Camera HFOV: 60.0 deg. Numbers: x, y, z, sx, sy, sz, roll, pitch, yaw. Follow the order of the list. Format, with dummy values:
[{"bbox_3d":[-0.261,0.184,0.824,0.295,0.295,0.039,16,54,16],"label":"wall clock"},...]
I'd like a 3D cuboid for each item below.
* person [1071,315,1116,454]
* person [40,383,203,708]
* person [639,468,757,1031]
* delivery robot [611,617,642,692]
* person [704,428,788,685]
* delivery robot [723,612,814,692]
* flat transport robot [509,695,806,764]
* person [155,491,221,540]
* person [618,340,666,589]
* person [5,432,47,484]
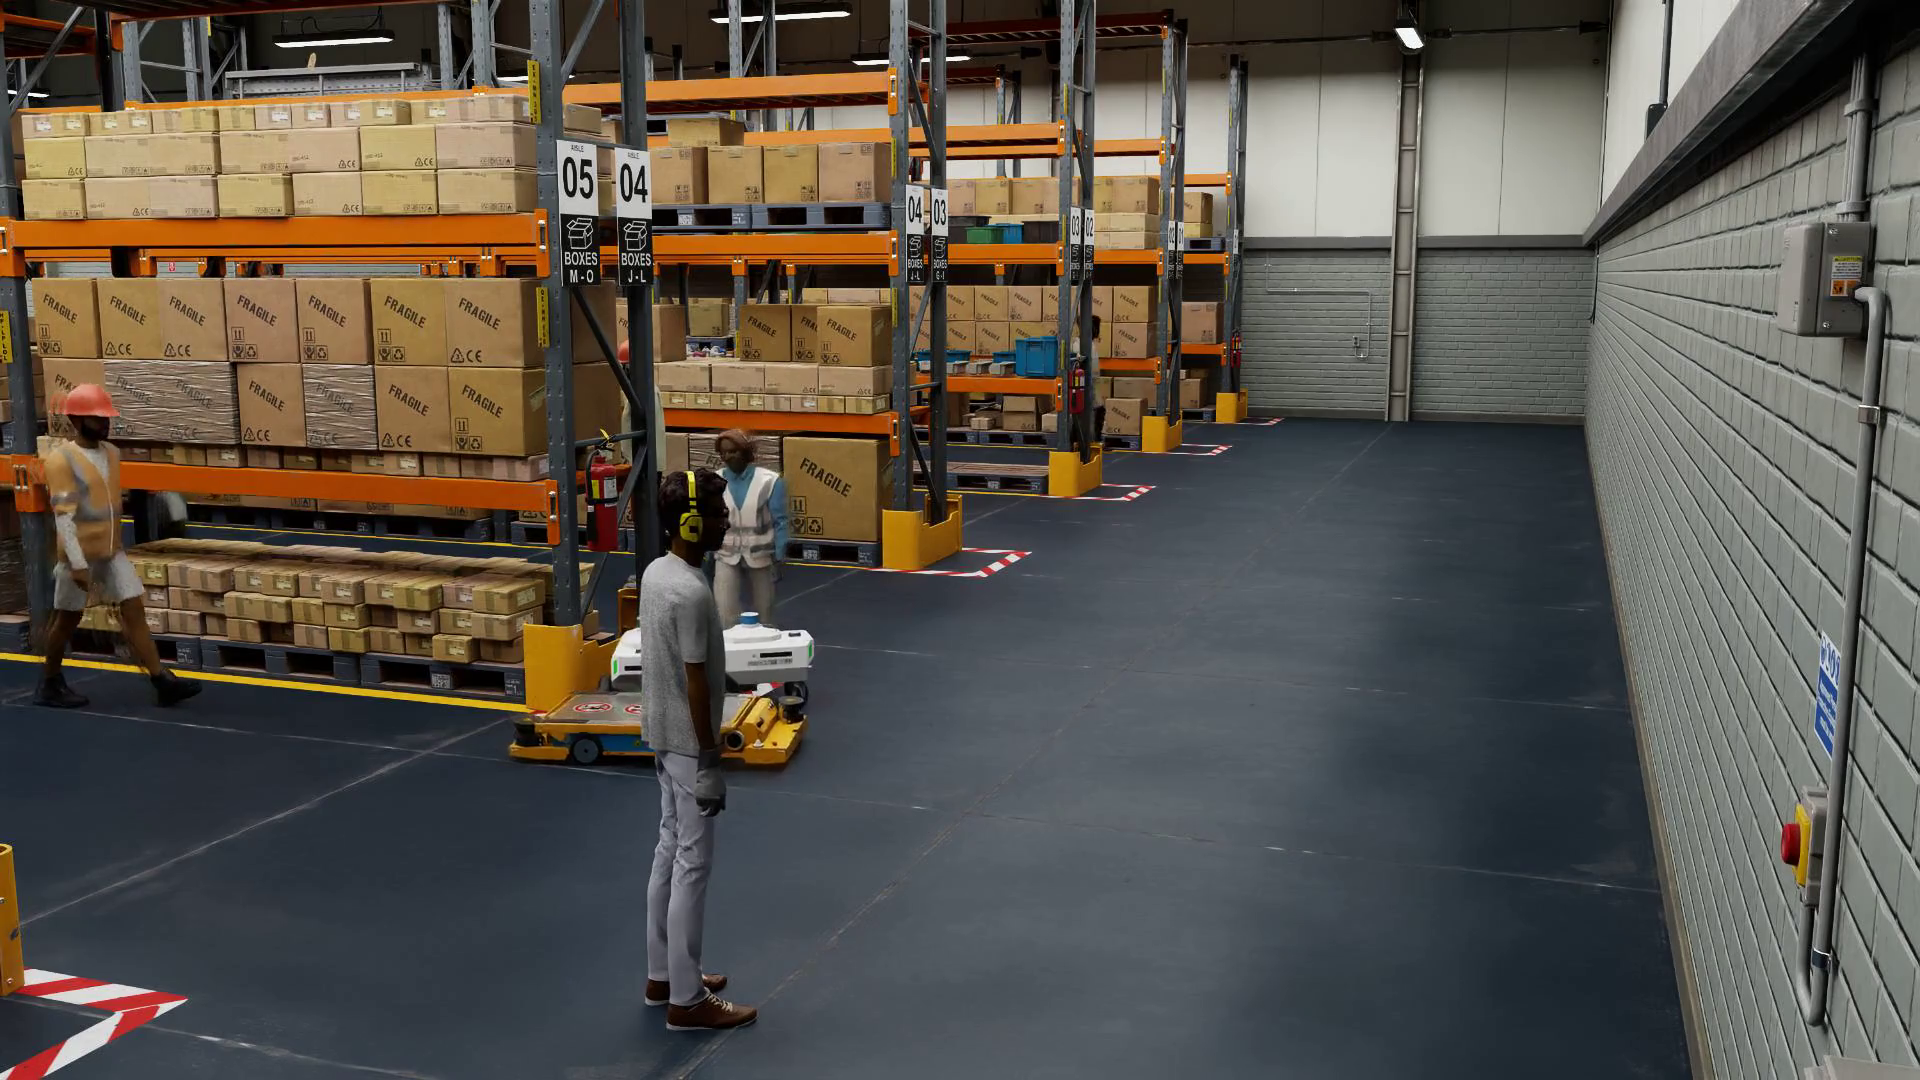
[{"bbox_3d":[1.859,-2.107,22.761,0.758,1.940,0.642,3,10,19],"label":"person"},{"bbox_3d":[-4.895,0.054,9.475,1.008,1.878,0.569,2,9,15],"label":"person"},{"bbox_3d":[-0.903,0.690,5.553,0.309,1.868,0.534,-4,10,-25],"label":"person"},{"bbox_3d":[-1.779,0.675,9.442,0.477,0.478,0.707,-1,9,-6],"label":"delivery robot"},{"bbox_3d":[-1.276,0.122,9.941,0.531,1.603,0.598,0,9,1],"label":"person"},{"bbox_3d":[-1.201,0.658,9.544,0.707,0.478,0.477,-2,9,-15],"label":"delivery robot"},{"bbox_3d":[-1.566,0.976,8.736,1.431,0.197,0.652,1,9,3],"label":"flat transport robot"},{"bbox_3d":[-5.952,-0.447,12.607,1.036,1.878,0.554,4,10,22],"label":"person"},{"bbox_3d":[-2.508,-0.582,13.107,0.391,1.991,0.613,0,9,-1],"label":"person"},{"bbox_3d":[-7.701,-0.684,13.744,1.031,1.985,0.634,4,10,23],"label":"person"}]
